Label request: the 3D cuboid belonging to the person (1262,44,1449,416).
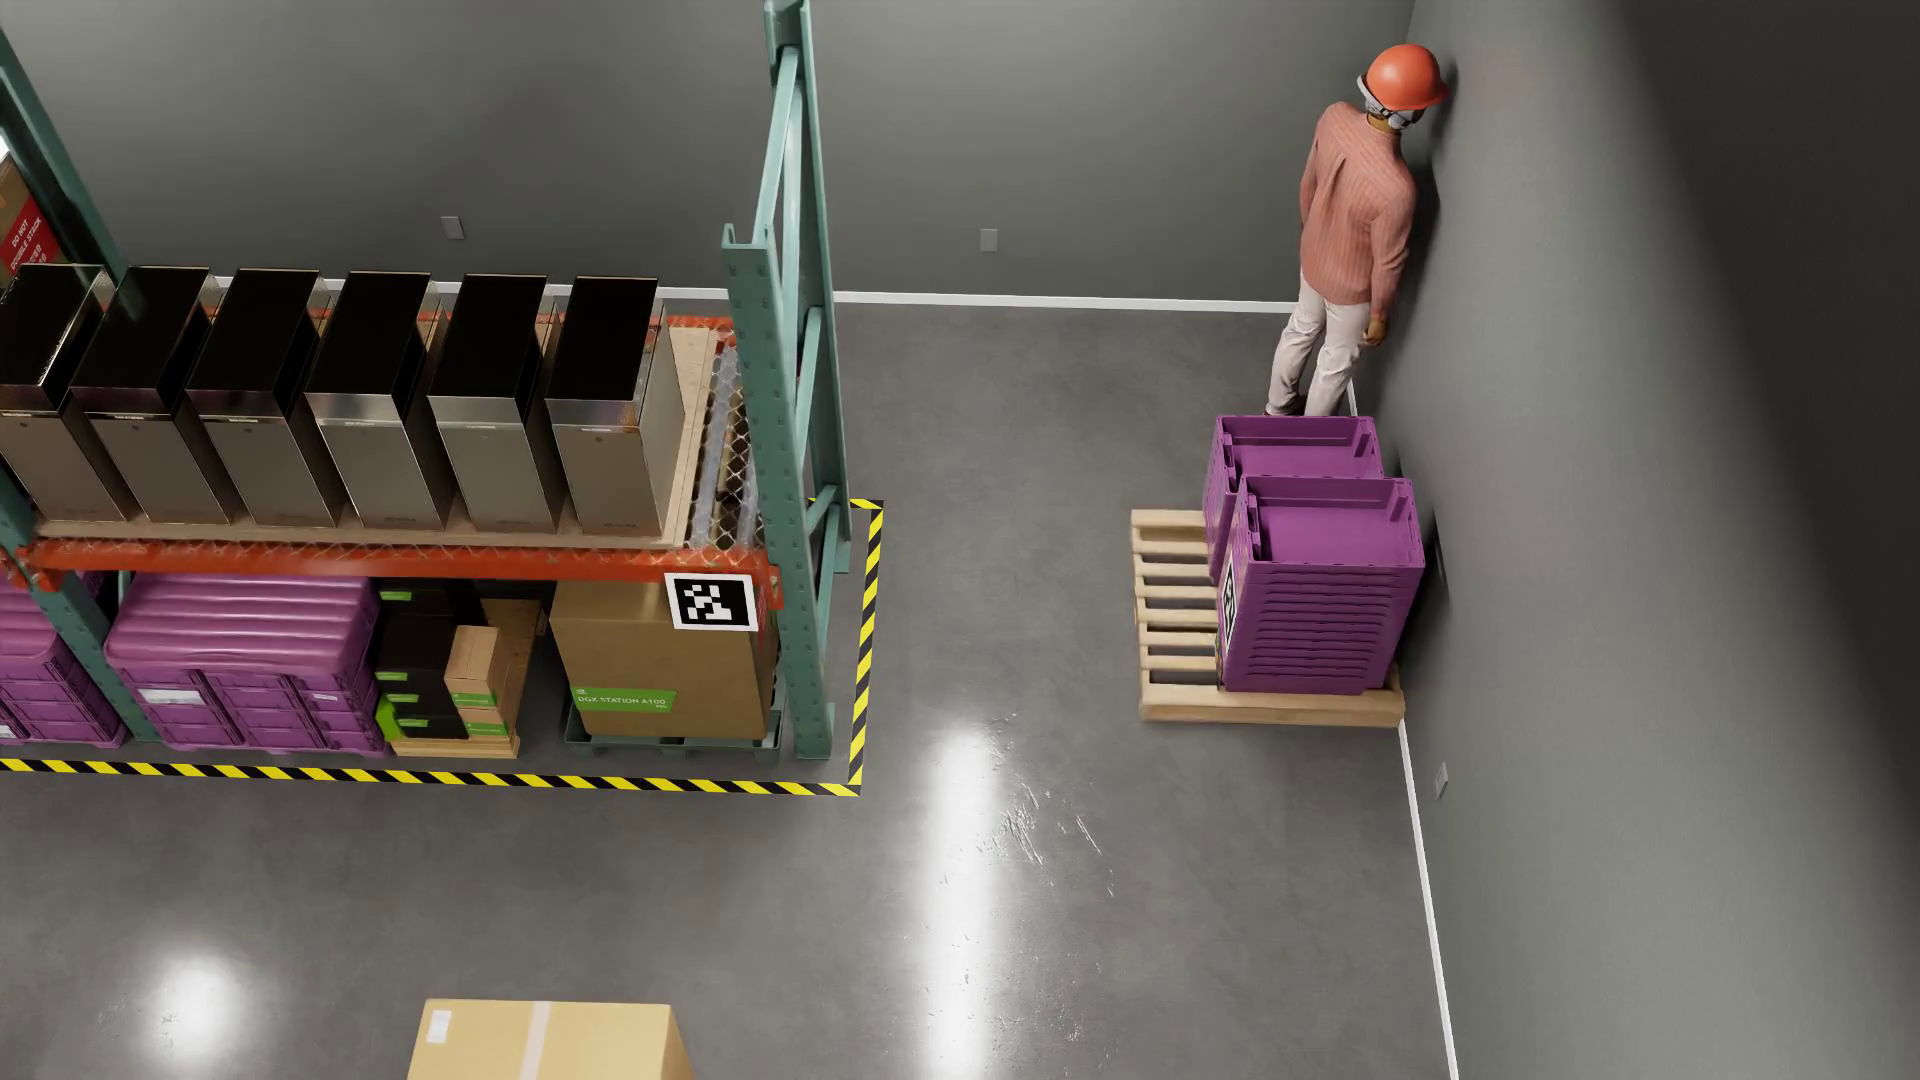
[{"bbox_3d":[1.528,-1.069,6.498,0.396,1.993,0.618,-17,54,-13],"label":"person"}]
